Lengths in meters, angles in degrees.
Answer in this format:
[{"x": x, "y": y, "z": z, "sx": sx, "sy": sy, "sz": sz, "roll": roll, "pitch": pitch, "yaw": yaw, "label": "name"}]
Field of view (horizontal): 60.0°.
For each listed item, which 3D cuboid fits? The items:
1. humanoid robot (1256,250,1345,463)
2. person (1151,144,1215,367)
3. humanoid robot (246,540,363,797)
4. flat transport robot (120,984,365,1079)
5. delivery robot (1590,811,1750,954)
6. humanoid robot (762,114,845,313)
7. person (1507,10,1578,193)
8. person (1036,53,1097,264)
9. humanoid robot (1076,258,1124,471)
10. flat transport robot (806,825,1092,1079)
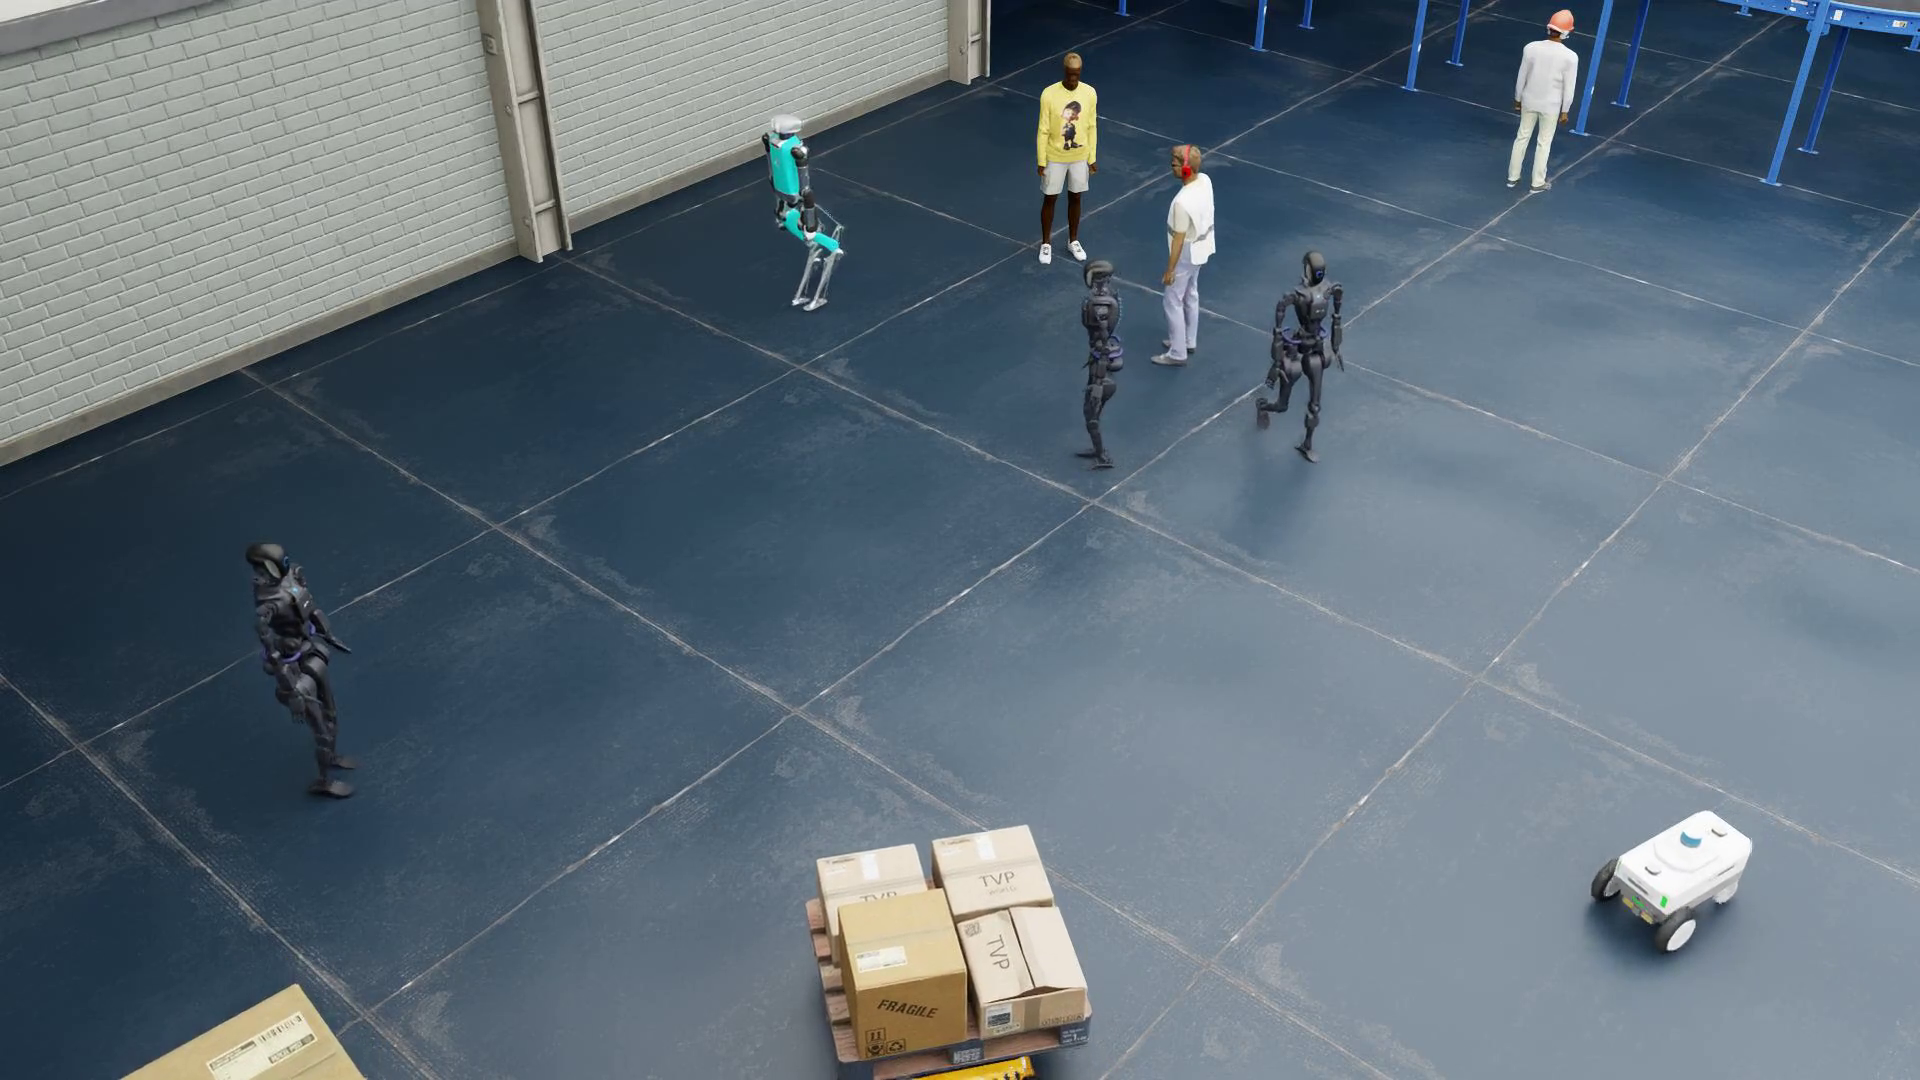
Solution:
[{"x": 2.501, "y": -1.397, "z": 12.153, "sx": 0.613, "sy": 1.641, "sz": 0.605, "roll": -12, "pitch": 37, "yaw": -16, "label": "humanoid robot"}, {"x": 1.814, "y": -2.248, "z": 13.198, "sx": 0.388, "sy": 1.835, "sz": 0.560, "roll": 16, "pitch": 39, "yaw": 21, "label": "person"}, {"x": -3.617, "y": 0.683, "z": 9.211, "sx": 0.357, "sy": 1.657, "sz": 0.600, "roll": 3, "pitch": 36, "yaw": 4, "label": "humanoid robot"}, {"x": -2.762, "y": 3.115, "z": 7.013, "sx": 0.659, "sy": 0.231, "sz": 1.431, "roll": -9, "pitch": 37, "yaw": -13, "label": "flat transport robot"}, {"x": 3.753, "y": 1.741, "z": 8.699, "sx": 0.802, "sy": 0.598, "sz": 0.499, "roll": -20, "pitch": 40, "yaw": -25, "label": "delivery robot"}, {"x": -1.244, "y": -2.762, "z": 13.968, "sx": 0.683, "sy": 1.760, "sz": 0.532, "roll": -27, "pitch": 43, "yaw": -32, "label": "humanoid robot"}, {"x": 5.638, "y": -4.237, "z": 16.056, "sx": 0.572, "sy": 1.748, "sz": 0.342, "roll": 28, "pitch": 44, "yaw": 33, "label": "person"}, {"x": 0.941, "y": -3.382, "z": 14.735, "sx": 0.541, "sy": 1.897, "sz": 0.376, "roll": -6, "pitch": 36, "yaw": -9, "label": "person"}, {"x": 1.004, "y": -1.236, "z": 11.916, "sx": 0.312, "sy": 1.652, "sz": 0.608, "roll": -1, "pitch": 35, "yaw": -1, "label": "humanoid robot"}, {"x": -0.067, "y": 2.279, "z": 8.187, "sx": 0.659, "sy": 0.231, "sz": 1.431, "roll": -8, "pitch": 36, "yaw": -10, "label": "flat transport robot"}]
